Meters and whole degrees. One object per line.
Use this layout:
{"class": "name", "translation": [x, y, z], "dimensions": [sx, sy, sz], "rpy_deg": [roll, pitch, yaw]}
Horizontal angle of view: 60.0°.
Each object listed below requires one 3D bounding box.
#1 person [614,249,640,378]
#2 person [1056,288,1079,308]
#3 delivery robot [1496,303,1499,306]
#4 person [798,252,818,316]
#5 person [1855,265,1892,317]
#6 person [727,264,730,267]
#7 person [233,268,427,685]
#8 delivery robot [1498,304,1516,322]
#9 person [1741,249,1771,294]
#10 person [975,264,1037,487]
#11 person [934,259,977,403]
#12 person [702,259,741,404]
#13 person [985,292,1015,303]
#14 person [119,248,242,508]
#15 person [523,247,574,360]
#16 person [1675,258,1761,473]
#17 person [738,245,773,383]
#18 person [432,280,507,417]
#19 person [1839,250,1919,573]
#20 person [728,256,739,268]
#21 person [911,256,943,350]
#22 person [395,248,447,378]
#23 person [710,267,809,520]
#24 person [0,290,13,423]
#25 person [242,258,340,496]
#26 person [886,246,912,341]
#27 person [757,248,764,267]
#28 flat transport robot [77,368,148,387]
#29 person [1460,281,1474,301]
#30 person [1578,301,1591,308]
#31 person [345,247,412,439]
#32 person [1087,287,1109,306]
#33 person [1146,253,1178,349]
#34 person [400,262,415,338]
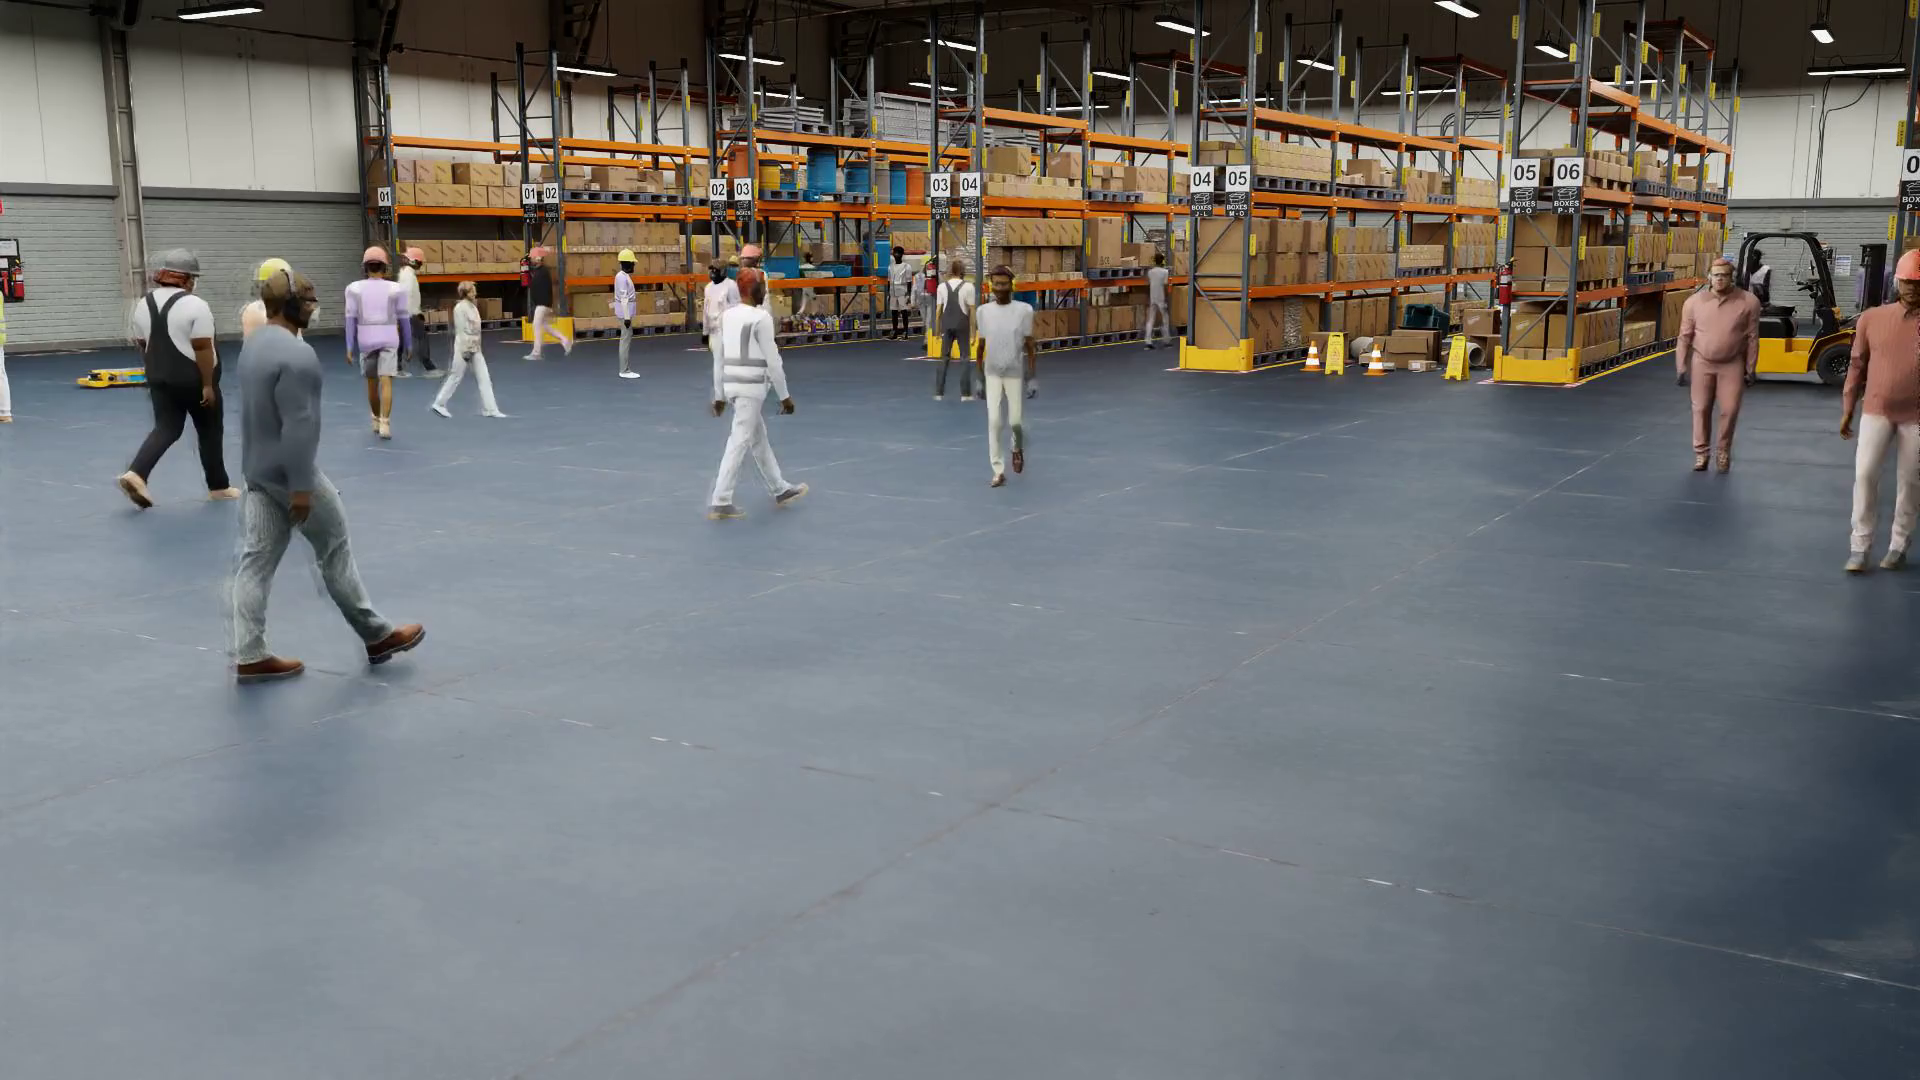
{"class": "person", "translation": [-5.007, -3.399, 25.043], "dimensions": [0.371, 1.925, 0.595], "rpy_deg": [-2, 10, -11]}
{"class": "person", "translation": [2.302, -5.222, 35.699], "dimensions": [0.525, 1.772, 0.306], "rpy_deg": [4, 11, 22]}
{"class": "delivery robot", "translation": [13.236, -5.593, 40.917], "dimensions": [0.477, 0.478, 0.707], "rpy_deg": [-1, 10, -4]}
{"class": "person", "translation": [-3.582, -5.819, 38.875], "dimensions": [0.530, 1.836, 0.941], "rpy_deg": [6, 12, 29]}
{"class": "person", "translation": [17.918, -4.728, 32.644], "dimensions": [0.635, 1.874, 0.873], "rpy_deg": [5, 11, 24]}
{"class": "person", "translation": [-4.867, -4.955, 34.631], "dimensions": [0.515, 1.611, 0.489], "rpy_deg": [5, 11, 24]}
{"class": "person", "translation": [-3.014, -0.306, 7.791], "dimensions": [0.660, 1.897, 0.957], "rpy_deg": [10, 14, 44]}
{"class": "delivery robot", "translation": [13.098, -5.489, 40.331], "dimensions": [0.707, 0.478, 0.477], "rpy_deg": [-1, 10, -8]}
{"class": "person", "translation": [15.342, -4.680, 32.294], "dimensions": [0.789, 1.893, 0.621], "rpy_deg": [-8, 13, -38]}
{"class": "person", "translation": [0.390, -1.388, 13.998], "dimensions": [0.535, 1.850, 0.633], "rpy_deg": [2, 10, 12]}
{"class": "person", "translation": [-0.071, -2.658, 21.206], "dimensions": [0.621, 1.822, 0.403], "rpy_deg": [3, 11, 16]}
{"class": "person", "translation": [-2.980, -2.603, 20.861], "dimensions": [0.435, 1.830, 0.635], "rpy_deg": [-9, 13, -40]}
{"class": "person", "translation": [0.793, -4.814, 32.974], "dimensions": [0.625, 1.934, 0.364], "rpy_deg": [1, 10, 4]}
{"class": "person", "translation": [-6.054, -1.273, 12.821], "dimensions": [0.687, 2.000, 0.928], "rpy_deg": [3, 11, 17]}
{"class": "person", "translation": [-7.216, -4.130, 29.049], "dimensions": [0.837, 1.969, 0.625], "rpy_deg": [-4, 11, -22]}
{"class": "person", "translation": [6.659, -1.525, 14.664], "dimensions": [0.671, 1.885, 0.608], "rpy_deg": [5, 11, 27]}
{"class": "person", "translation": [-3.041, -3.216, 23.837], "dimensions": [1.042, 1.987, 0.630], "rpy_deg": [-5, 11, -25]}
{"class": "person", "translation": [-5.763, -2.211, 19.333], "dimensions": [0.854, 1.608, 0.519], "rpy_deg": [2, 10, 10]}
{"class": "person", "translation": [5.706, -0.760, 10.120], "dimensions": [0.663, 1.972, 0.794], "rpy_deg": [8, 13, 38]}
{"class": "person", "translation": [-4.559, -4.867, 33.716], "dimensions": [0.533, 1.769, 0.310], "rpy_deg": [5, 11, 25]}
{"class": "person", "translation": [-0.618, -4.535, 31.826], "dimensions": [0.607, 1.787, 0.935], "rpy_deg": [4, 11, 19]}
{"class": "person", "translation": [-8.170, -3.404, 24.994], "dimensions": [0.894, 1.939, 0.647], "rpy_deg": [-5, 11, -28]}
{"class": "person", "translation": [-1.497, -1.091, 12.360], "dimensions": [0.980, 1.832, 0.577], "rpy_deg": [-8, 13, -38]}
{"class": "person", "translation": [-10.892, -2.190, 18.557], "dimensions": [0.430, 1.838, 0.632], "rpy_deg": [0, 10, -2]}
{"class": "person", "translation": [-5.138, -1.207, 12.840], "dimensions": [0.871, 1.893, 0.612], "rpy_deg": [2, 10, 9]}
{"class": "person", "translation": [-1.273, -5.103, 34.477], "dimensions": [0.610, 1.966, 0.364], "rpy_deg": [7, 12, 33]}
{"class": "person", "translation": [-4.481, -5.399, 36.259], "dimensions": [0.564, 1.924, 0.547], "rpy_deg": [5, 11, 26]}
{"class": "flat transport robot", "translation": [-11.751, -2.344, 23.773], "dimensions": [1.431, 0.197, 0.652], "rpy_deg": [-9, 14, -42]}
{"class": "person", "translation": [12.855, -6.243, 41.931], "dimensions": [0.729, 1.599, 0.540], "rpy_deg": [7, 12, 36]}
{"class": "person", "translation": [14.904, -5.942, 39.466], "dimensions": [0.974, 1.871, 0.579], "rpy_deg": [-3, 11, -18]}
{"class": "person", "translation": [-6.068, -2.057, 17.375], "dimensions": [0.637, 1.989, 1.066], "rpy_deg": [-2, 10, -13]}
{"class": "person", "translation": [3.073, -5.433, 37.317], "dimensions": [0.518, 1.616, 0.512], "rpy_deg": [5, 11, 27]}
{"class": "person", "translation": [3.850, -4.580, 31.938], "dimensions": [0.542, 1.825, 0.918], "rpy_deg": [9, 13, 40]}
{"class": "person", "translation": [-11.867, -5.150, 35.691], "dimensions": [0.276, 1.637, 0.503], "rpy_deg": [-8, 13, -36]}
